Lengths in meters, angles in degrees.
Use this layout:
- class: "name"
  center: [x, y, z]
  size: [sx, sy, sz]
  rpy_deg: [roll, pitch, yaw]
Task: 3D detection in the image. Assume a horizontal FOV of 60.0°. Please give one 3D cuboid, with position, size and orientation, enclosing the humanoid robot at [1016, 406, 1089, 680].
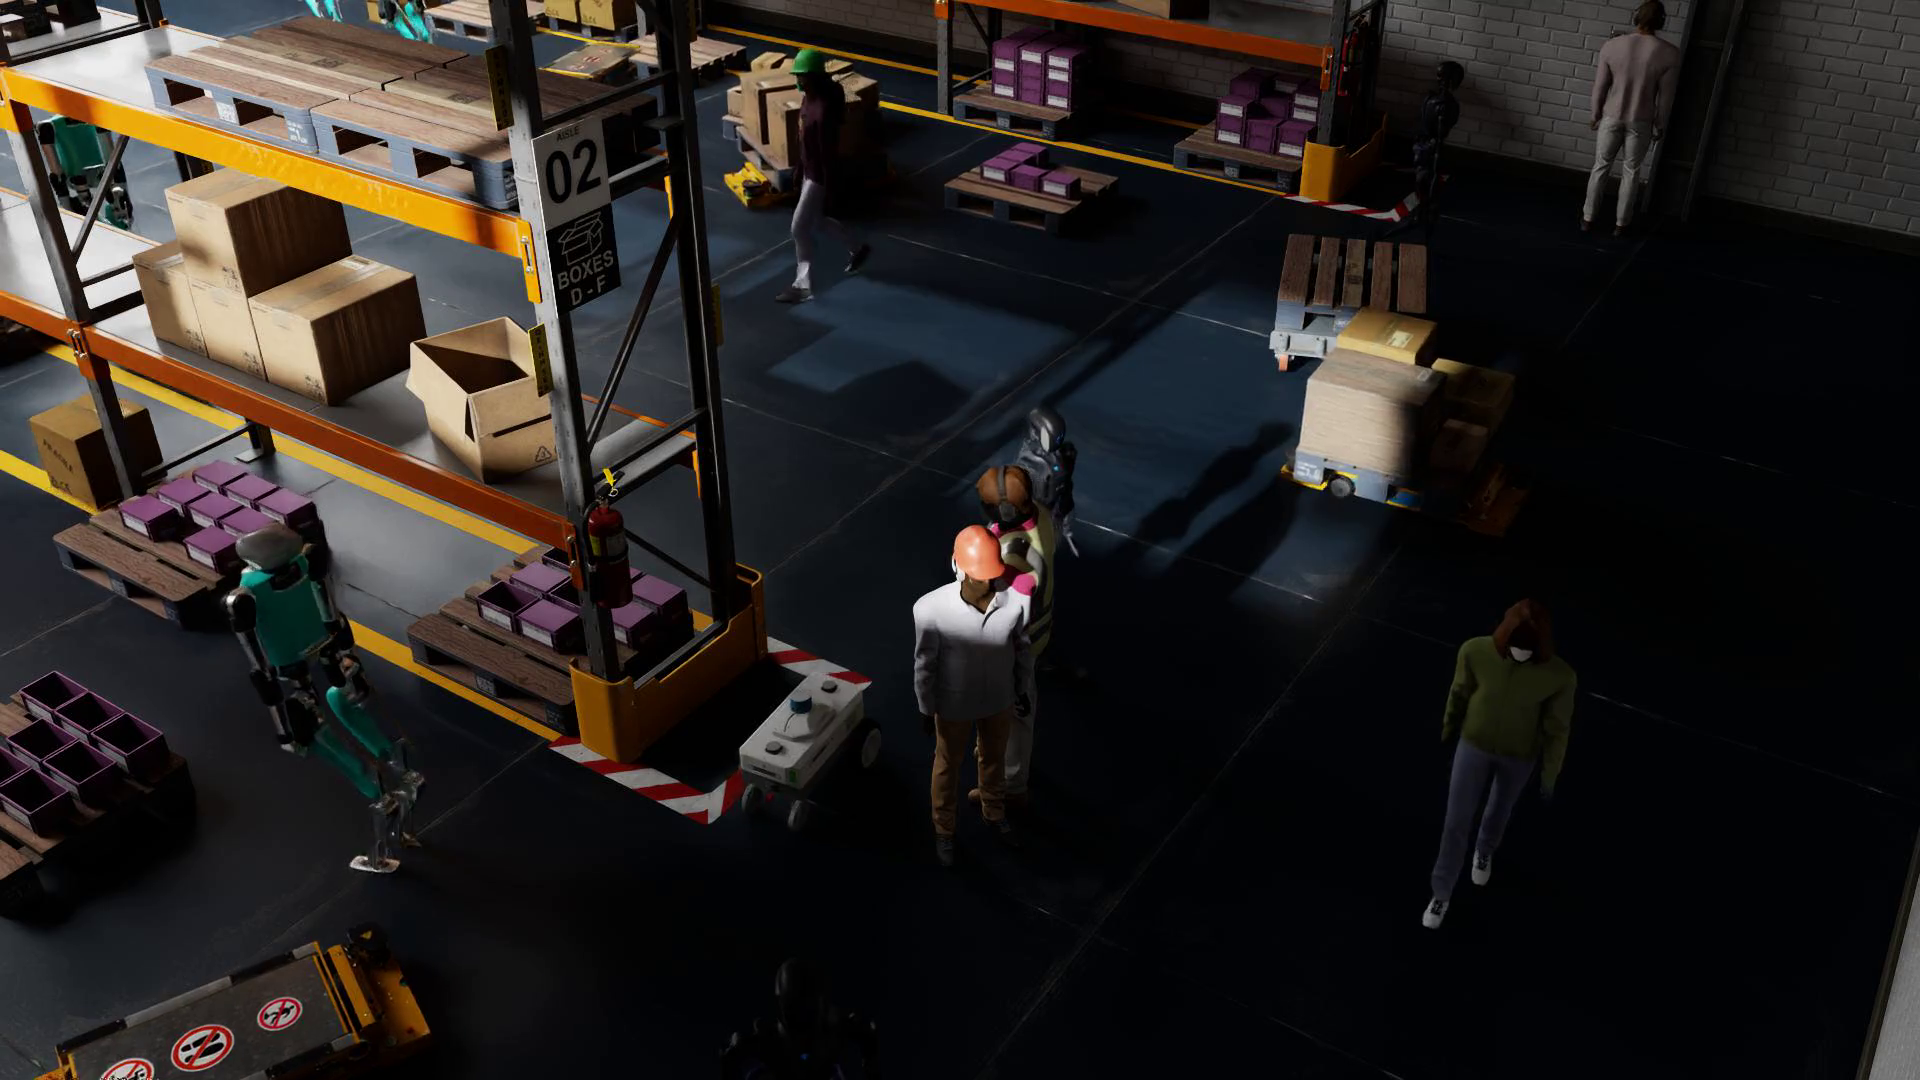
- class: "humanoid robot"
  center: [0.341, -0.010, 8.678]
  size: [0.782, 1.629, 0.589]
  rpy_deg: [26, 41, 34]

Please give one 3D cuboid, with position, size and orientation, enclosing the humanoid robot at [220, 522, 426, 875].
- class: "humanoid robot"
  center: [-2.697, 0.769, 7.344]
  size: [0.745, 1.773, 0.530]
  rpy_deg: [14, 36, 21]

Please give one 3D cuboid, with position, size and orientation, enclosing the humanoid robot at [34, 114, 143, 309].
- class: "humanoid robot"
  center: [-6.209, -2.386, 12.189]
  size: [0.998, 1.742, 0.573]
  rpy_deg: [21, 39, 29]

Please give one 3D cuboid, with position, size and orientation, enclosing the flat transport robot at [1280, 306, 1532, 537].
- class: "flat transport robot"
  center: [2.818, -0.421, 10.520]
  size: [1.431, 0.231, 0.659]
  rpy_deg: [17, 37, 24]

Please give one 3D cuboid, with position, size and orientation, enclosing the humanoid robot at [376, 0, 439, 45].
- class: "humanoid robot"
  center: [-5.498, -5.289, 16.642]
  size: [0.681, 1.774, 0.530]
  rpy_deg: [24, 40, 32]

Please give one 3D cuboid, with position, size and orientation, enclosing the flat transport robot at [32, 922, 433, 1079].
- class: "flat transport robot"
  center: [-2.935, 2.072, 6.688]
  size: [1.431, 0.231, 0.659]
  rpy_deg: [-20, 38, -27]

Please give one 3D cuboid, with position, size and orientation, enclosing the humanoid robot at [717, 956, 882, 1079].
- class: "humanoid robot"
  center: [-0.554, 1.942, 5.604]
  size: [0.604, 1.646, 0.457]
  rpy_deg: [-9, 34, -13]

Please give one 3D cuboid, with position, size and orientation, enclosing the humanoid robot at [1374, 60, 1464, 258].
- class: "humanoid robot"
  center: [3.685, -3.018, 13.243]
  size: [0.627, 1.637, 0.612]
  rpy_deg: [5, 33, 8]

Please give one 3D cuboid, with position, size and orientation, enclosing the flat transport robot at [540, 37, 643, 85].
- class: "flat transport robot"
  center: [-3.843, -4.988, 17.539]
  size: [0.659, 0.231, 1.431]
  rpy_deg: [11, 35, 16]

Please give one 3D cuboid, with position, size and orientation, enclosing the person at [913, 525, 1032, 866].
- class: "person"
  center: [0.068, 0.690, 7.447]
  size: [0.562, 1.755, 0.320]
  rpy_deg: [-12, 35, -18]

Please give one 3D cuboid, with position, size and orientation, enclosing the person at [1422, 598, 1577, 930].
- class: "person"
  center: [2.302, 0.969, 7.149]
  size: [0.514, 1.601, 0.771]
  rpy_deg: [13, 35, 20]

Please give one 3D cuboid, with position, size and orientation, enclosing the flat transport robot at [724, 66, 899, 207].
- class: "flat transport robot"
  center: [-1.336, -3.281, 14.916]
  size: [1.431, 0.231, 0.659]
  rpy_deg: [-14, 36, -21]

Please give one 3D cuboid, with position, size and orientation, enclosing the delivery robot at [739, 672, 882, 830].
- class: "delivery robot"
  center: [-0.762, 0.984, 8.091]
  size: [0.499, 0.587, 0.771]
  rpy_deg: [15, 36, 22]

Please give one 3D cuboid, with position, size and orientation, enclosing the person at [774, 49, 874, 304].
- class: "person"
  center: [-1.064, -2.776, 12.649]
  size: [0.800, 1.901, 0.502]
  rpy_deg: [-9, 34, -13]

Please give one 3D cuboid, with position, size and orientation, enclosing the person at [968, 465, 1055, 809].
- class: "person"
  center: [0.215, 0.451, 7.743]
  size: [0.429, 1.838, 0.621]
  rpy_deg: [4, 33, 7]

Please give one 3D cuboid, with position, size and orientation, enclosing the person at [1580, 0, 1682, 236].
- class: "person"
  center: [5.483, -3.456, 13.656]
  size: [0.629, 1.939, 0.373]
  rpy_deg: [16, 36, 23]

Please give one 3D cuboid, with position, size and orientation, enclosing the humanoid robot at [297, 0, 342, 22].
- class: "humanoid robot"
  center: [-6.722, -5.768, 17.491]
  size: [0.552, 1.883, 0.748]
  rpy_deg: [-23, 40, -31]
